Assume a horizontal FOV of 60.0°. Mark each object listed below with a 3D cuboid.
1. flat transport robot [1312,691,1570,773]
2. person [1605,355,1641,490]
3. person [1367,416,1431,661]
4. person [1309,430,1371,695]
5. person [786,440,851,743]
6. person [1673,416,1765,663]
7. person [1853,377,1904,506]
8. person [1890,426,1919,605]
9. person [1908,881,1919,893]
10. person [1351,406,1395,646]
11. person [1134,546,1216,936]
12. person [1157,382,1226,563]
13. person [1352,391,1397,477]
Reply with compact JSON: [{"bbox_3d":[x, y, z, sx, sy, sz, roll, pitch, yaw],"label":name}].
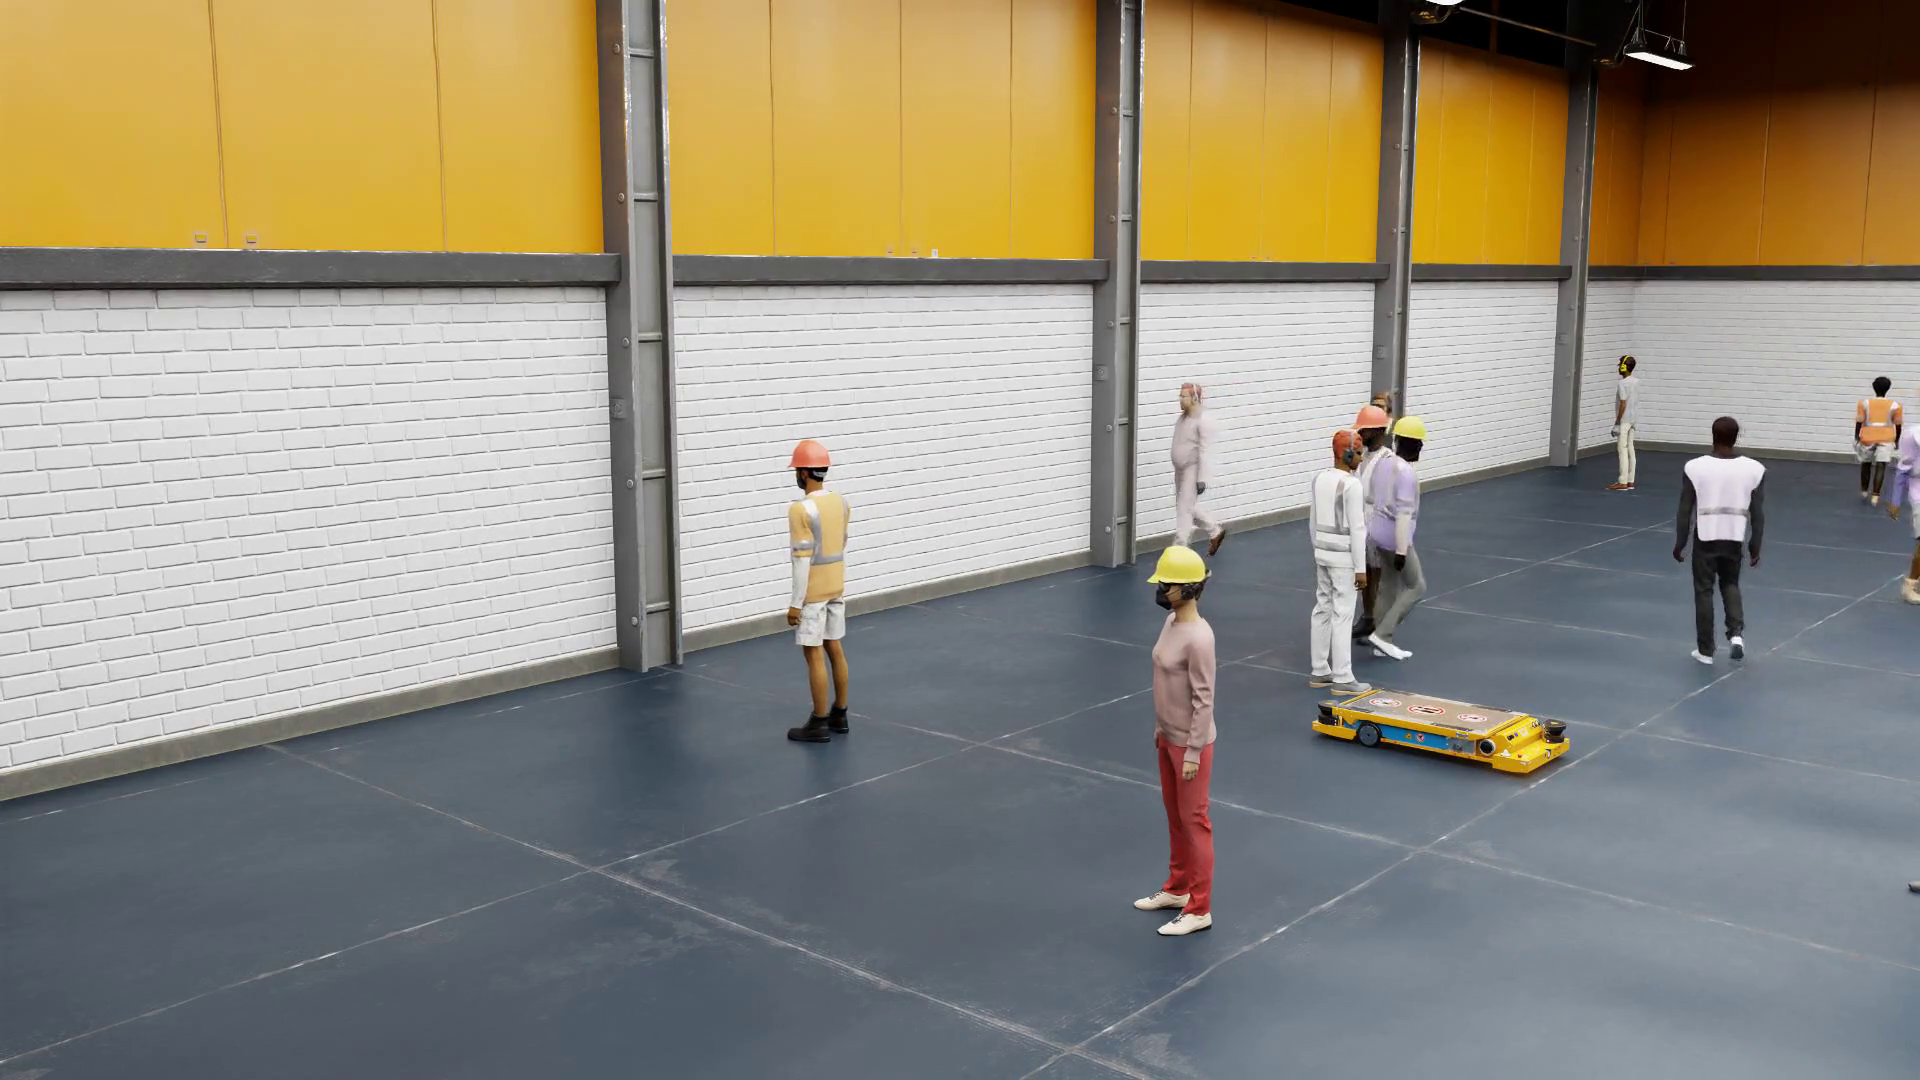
[{"bbox_3d":[3.022,1.178,10.503,1.431,0.197,0.652,8,12,40],"label":"flat transport robot"},{"bbox_3d":[9.222,-1.624,23.086,0.517,1.874,0.327,-8,12,-41],"label":"person"},{"bbox_3d":[3.389,-0.006,12.825,0.422,1.906,0.588,-1,9,-7],"label":"person"},{"bbox_3d":[2.708,0.158,11.851,0.353,1.886,0.573,-4,10,-21],"label":"person"},{"bbox_3d":[-0.932,0.326,10.634,0.379,1.937,0.548,5,11,31],"label":"person"},{"bbox_3d":[5.814,0.006,12.755,0.604,1.904,0.437,1,9,5],"label":"person"},{"bbox_3d":[11.958,-1.296,21.669,0.556,1.652,0.846,5,10,29],"label":"person"},{"bbox_3d":[8.661,-0.345,14.679,0.631,1.986,1.039,0,9,3],"label":"person"},{"bbox_3d":[4.809,0.833,7.749,0.377,1.839,0.567,-1,9,-7],"label":"person"},{"bbox_3d":[3.305,-0.116,13.409,0.372,1.934,0.557,-2,9,-14],"label":"person"},{"bbox_3d":[0.994,0.902,7.556,0.316,1.769,0.525,-2,9,-11],"label":"person"},{"bbox_3d":[2.427,-0.699,17.243,0.737,1.893,0.671,-3,9,-16],"label":"person"},{"bbox_3d":[4.167,-0.581,16.653,0.515,1.827,0.407,6,11,34],"label":"person"}]
